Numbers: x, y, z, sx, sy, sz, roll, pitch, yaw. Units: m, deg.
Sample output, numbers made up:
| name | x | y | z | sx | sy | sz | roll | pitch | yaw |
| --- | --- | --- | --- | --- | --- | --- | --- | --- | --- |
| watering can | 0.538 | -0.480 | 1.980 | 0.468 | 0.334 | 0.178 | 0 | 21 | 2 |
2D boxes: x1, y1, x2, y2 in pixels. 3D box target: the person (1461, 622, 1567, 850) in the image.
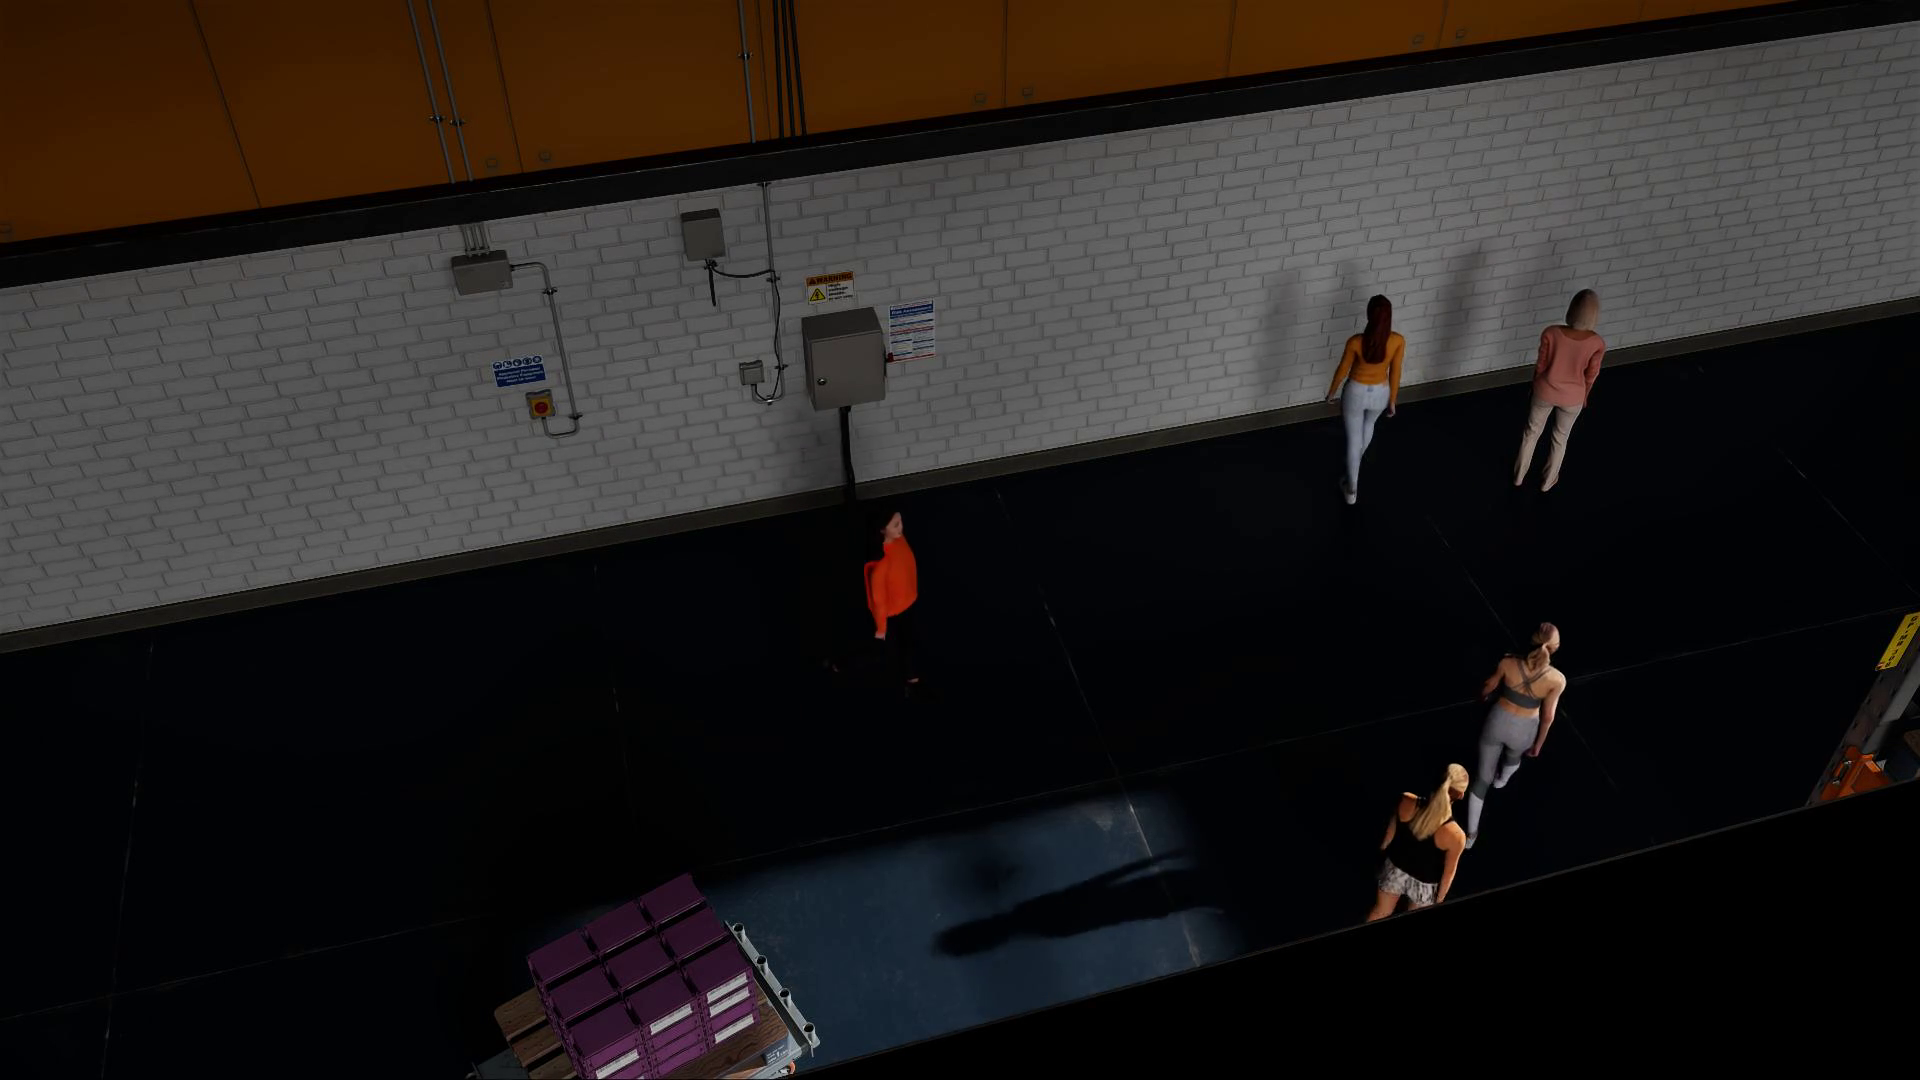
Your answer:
| name | x | y | z | sx | sy | sz | roll | pitch | yaw |
| --- | --- | --- | --- | --- | --- | --- | --- | --- | --- |
| person | 3.162 | 1.171 | 9.649 | 0.964 | 1.666 | 1.084 | 15 | 46 | 16 |

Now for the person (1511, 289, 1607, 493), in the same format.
| name | x | y | z | sx | sy | sz | roll | pitch | yaw |
| --- | --- | --- | --- | --- | --- | --- | --- | --- | --- |
| person | 4.307 | -1.070 | 11.960 | 0.683 | 1.724 | 0.715 | 16 | 46 | 16 |

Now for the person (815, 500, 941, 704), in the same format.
| name | x | y | z | sx | sy | sz | roll | pitch | yaw |
| --- | --- | --- | --- | --- | --- | --- | --- | --- | --- |
| person | -0.526 | 0.415 | 10.398 | 1.012 | 1.728 | 1.083 | 10 | 45 | 10 |

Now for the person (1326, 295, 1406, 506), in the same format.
| name | x | y | z | sx | sy | sz | roll | pitch | yaw |
| --- | --- | --- | --- | --- | --- | --- | --- | --- | --- |
| person | 2.894 | -0.946 | 11.823 | 0.747 | 1.733 | 0.916 | 0 | 44 | 0 |

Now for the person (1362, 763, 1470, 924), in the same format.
| name | x | y | z | sx | sy | sz | roll | pitch | yaw |
| --- | --- | --- | --- | --- | --- | --- | --- | --- | --- |
| person | 2.354 | 1.829 | 8.841 | 1.025 | 1.829 | 0.994 | 32 | 52 | 29 |
